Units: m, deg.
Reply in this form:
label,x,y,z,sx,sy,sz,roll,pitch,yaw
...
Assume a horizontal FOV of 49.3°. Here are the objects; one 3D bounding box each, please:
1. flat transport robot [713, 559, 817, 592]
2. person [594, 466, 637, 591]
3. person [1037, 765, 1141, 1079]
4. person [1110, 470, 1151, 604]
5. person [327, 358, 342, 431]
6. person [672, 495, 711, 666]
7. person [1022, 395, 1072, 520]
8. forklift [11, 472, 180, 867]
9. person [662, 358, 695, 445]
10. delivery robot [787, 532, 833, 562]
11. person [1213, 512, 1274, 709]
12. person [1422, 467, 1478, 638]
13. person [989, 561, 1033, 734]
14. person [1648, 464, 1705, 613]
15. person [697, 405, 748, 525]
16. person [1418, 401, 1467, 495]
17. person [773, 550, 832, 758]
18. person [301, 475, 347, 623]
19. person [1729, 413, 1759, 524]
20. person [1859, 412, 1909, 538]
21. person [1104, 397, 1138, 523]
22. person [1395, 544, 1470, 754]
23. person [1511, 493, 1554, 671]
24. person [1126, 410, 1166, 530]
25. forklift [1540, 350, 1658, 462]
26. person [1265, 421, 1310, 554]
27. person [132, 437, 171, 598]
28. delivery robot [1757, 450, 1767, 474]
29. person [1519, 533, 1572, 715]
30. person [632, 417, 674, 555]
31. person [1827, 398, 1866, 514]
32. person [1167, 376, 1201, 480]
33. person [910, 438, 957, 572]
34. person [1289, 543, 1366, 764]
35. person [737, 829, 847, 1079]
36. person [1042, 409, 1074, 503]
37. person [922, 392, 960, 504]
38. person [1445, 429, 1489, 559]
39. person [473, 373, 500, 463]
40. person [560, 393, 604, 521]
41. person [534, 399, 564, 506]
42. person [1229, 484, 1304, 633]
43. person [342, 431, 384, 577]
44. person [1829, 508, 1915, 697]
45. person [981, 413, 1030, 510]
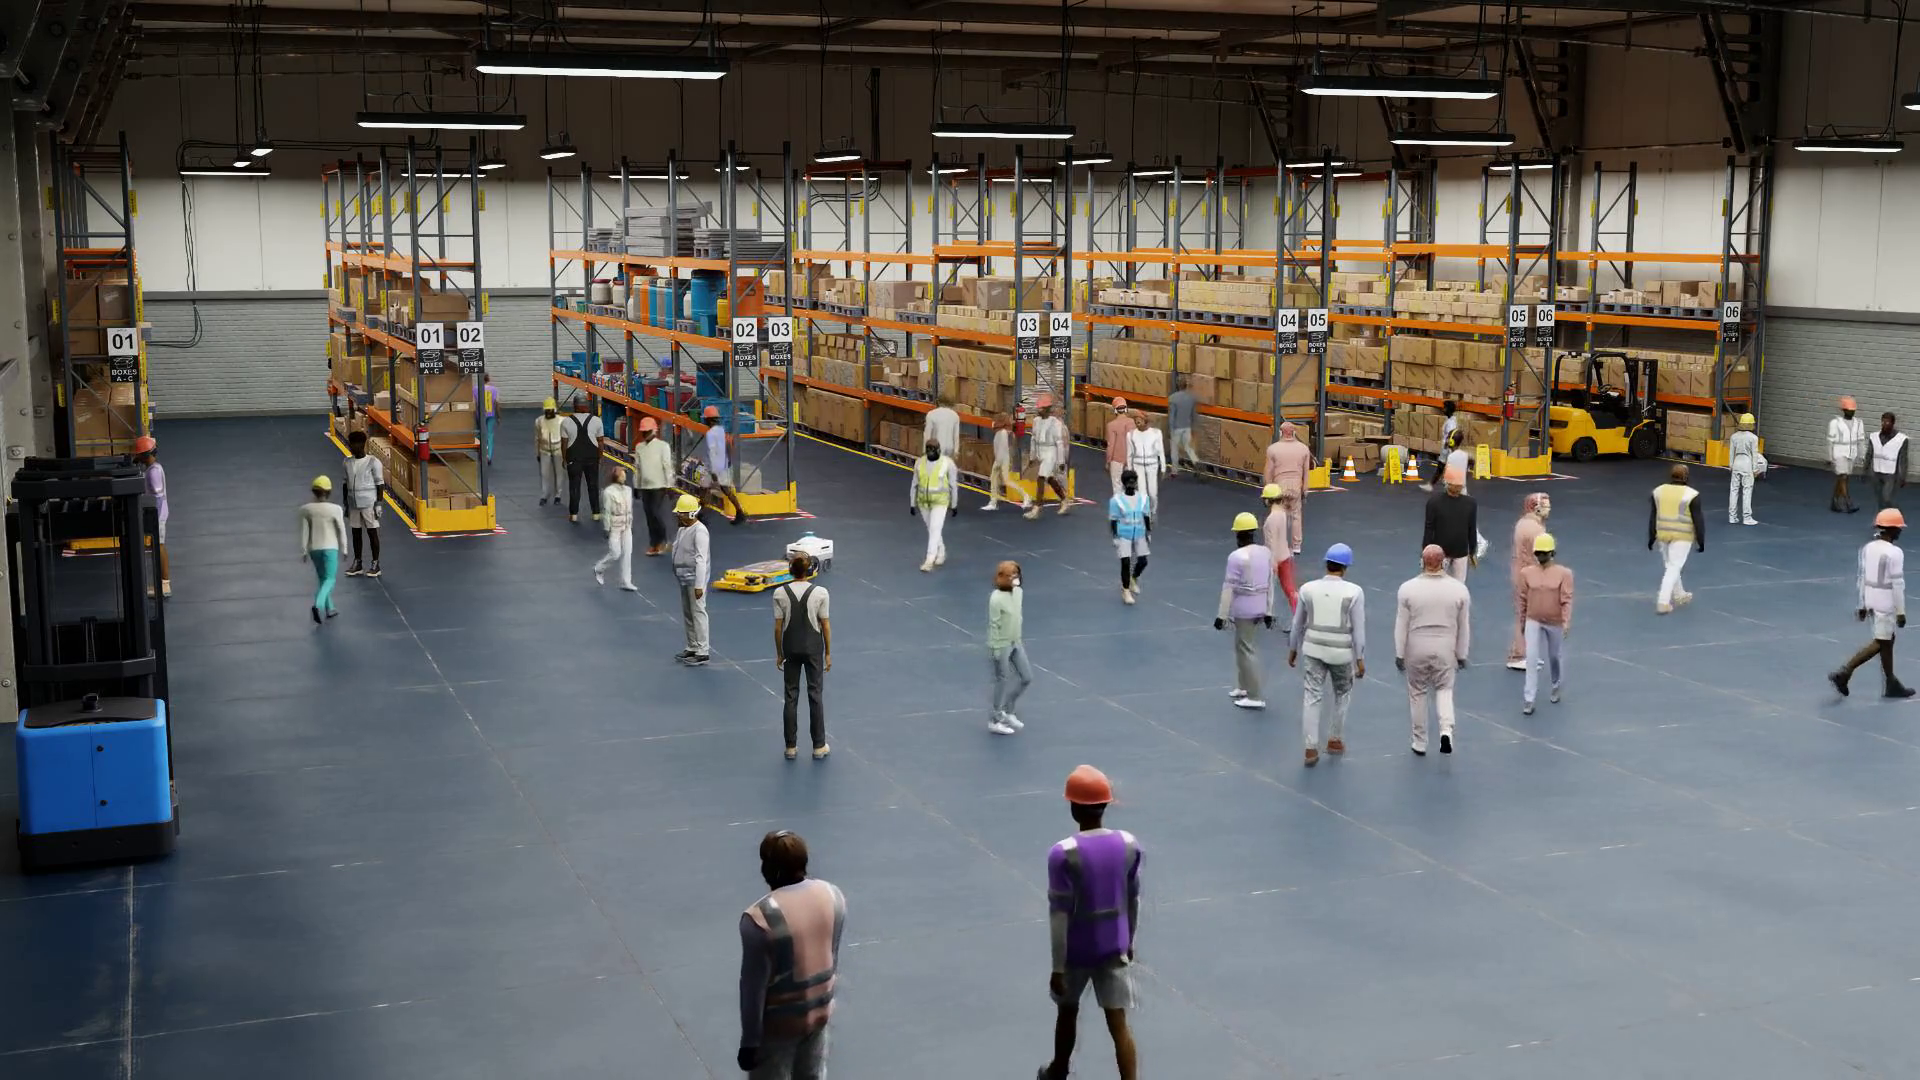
label,x,y,z,sx,sy,sz,roll,pitch,yaw
flat transport robot,-2.545,0.457,27.478,0.652,0.197,1.431,5,10,30
person,-4.428,-0.159,26.962,0.533,1.622,0.517,6,10,33
person,0.702,2.113,10.943,0.567,1.893,0.981,-4,9,-23
person,2.107,-0.051,26.038,0.558,1.675,0.435,-2,9,-15
person,-14.276,-3.317,47.766,0.317,1.696,0.538,-4,9,-26
person,-2.881,0.419,22.446,0.403,1.824,0.596,-4,10,-27
person,1.438,-1.349,33.725,1.072,1.990,0.593,-6,10,-33
forklift,-6.630,0.886,15.957,1.129,2.768,1.873,-3,9,-21
person,-6.159,-2.962,44.801,0.797,1.892,0.559,1,9,9
delivery robot,-2.032,0.130,28.401,0.477,0.478,0.707,5,10,32
person,2.733,0.680,20.449,0.679,1.905,0.591,8,11,41
person,5.564,0.147,23.777,0.665,1.972,0.475,-1,9,-8
person,0.455,0.988,19.317,0.399,1.616,0.532,6,10,34
person,8.763,-0.034,25.578,0.979,1.789,0.652,-7,11,-39
person,-3.786,-1.163,32.782,0.979,1.899,0.549,3,9,21
person,8.434,-1.595,36.398,0.856,1.646,0.556,1,9,5
person,-1.384,1.004,18.463,0.508,1.846,0.345,1,9,4
person,-7.558,0.103,24.822,0.534,1.737,0.790,1,9,8
person,12.358,-1.126,32.999,0.311,1.744,0.486,-6,10,-35
person,13.864,-0.969,31.464,0.634,1.898,0.612,-5,10,-33
person,2.542,-1.266,33.133,0.609,1.985,0.392,-6,10,-33
person,4.159,0.981,18.485,0.644,1.893,0.515,1,9,4
person,6.074,0.442,22.092,0.533,1.890,0.654,1,9,8
person,2.889,-1.097,32.413,0.637,1.860,0.531,2,9,13
forklift,12.897,-2.725,42.309,2.313,2.155,1.214,-3,9,-21
person,4.653,-0.740,29.885,0.651,1.906,0.403,-2,9,-10
person,-10.234,-0.297,26.516,0.398,2.033,0.605,-4,9,-24
delivery robot,14.769,-1.442,38.885,0.477,0.478,0.707,2,9,14
person,5.690,0.772,20.362,0.520,1.733,0.858,4,9,22
person,-4.396,-0.764,29.795,0.659,1.978,0.440,5,10,31
person,14.485,-1.369,34.128,0.565,1.883,0.974,-1,9,-9
person,4.137,-2.058,38.665,0.635,1.923,0.688,-5,10,-29
person,-0.350,-0.508,28.707,0.645,1.808,0.951,4,9,24
person,3.243,0.978,18.390,0.711,1.909,0.769,4,9,26
person,-0.819,2.278,9.995,0.429,1.840,0.648,8,11,42
person,1.626,-1.414,35.354,0.631,1.605,0.520,-3,9,-21
person,-0.253,-1.525,35.139,0.644,1.906,0.846,-6,10,-36
person,7.019,-0.631,29.361,0.791,1.855,0.509,8,12,42
person,-9.424,-2.434,41.543,0.581,1.790,0.997,-3,9,-16
person,-6.024,-1.312,33.399,0.689,2.000,0.539,-2,9,-14
person,-6.831,-1.460,35.042,0.609,1.787,0.883,-1,9,-3
person,3.590,0.207,24.169,0.899,1.716,0.545,5,10,28
person,-8.004,-0.491,28.029,0.613,1.962,0.362,3,9,18
person,9.092,0.629,20.772,0.881,1.915,0.551,-1,9,-5
person,0.755,-1.293,34.569,0.735,1.605,0.503,-3,9,-16
